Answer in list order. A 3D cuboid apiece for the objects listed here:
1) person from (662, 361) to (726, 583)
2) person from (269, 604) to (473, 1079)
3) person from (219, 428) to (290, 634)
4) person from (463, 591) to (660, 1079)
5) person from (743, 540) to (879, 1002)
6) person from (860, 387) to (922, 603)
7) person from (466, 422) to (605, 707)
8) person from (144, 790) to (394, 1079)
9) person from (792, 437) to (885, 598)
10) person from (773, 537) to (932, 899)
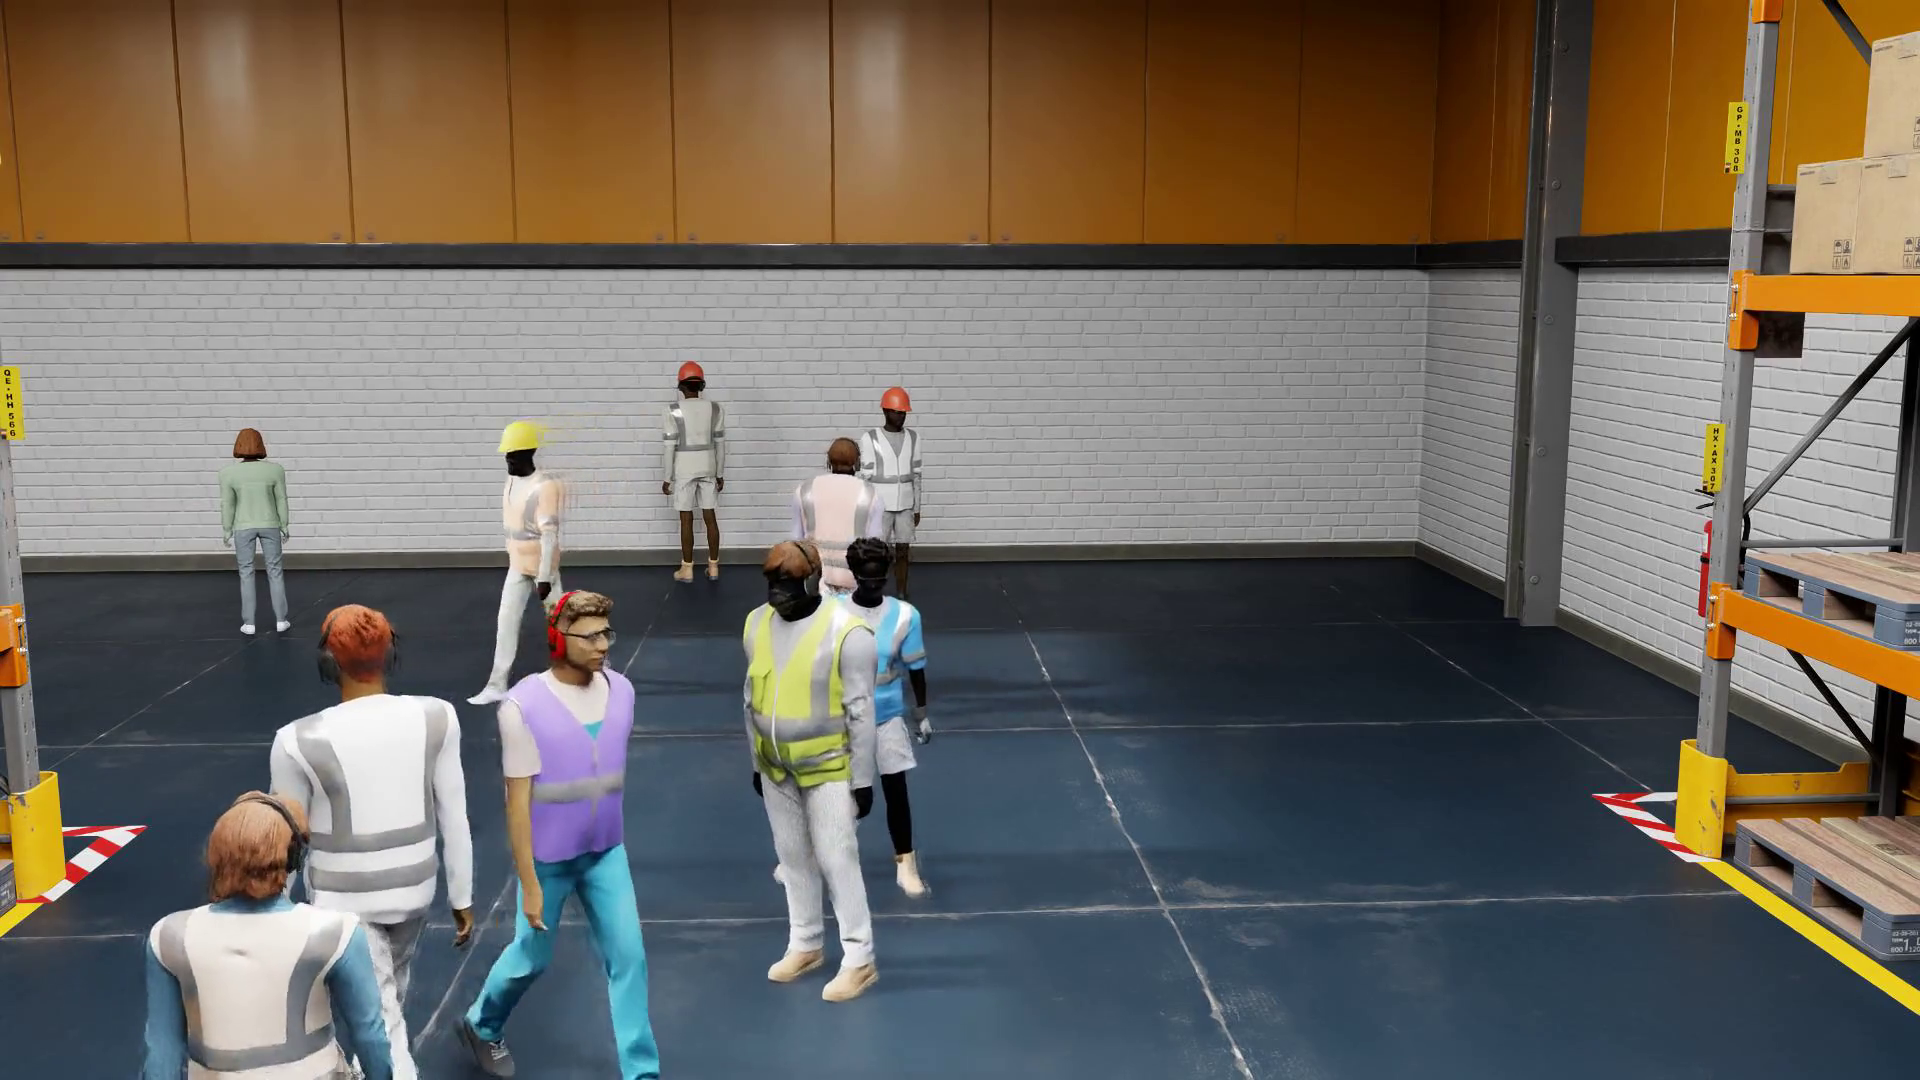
[{"bbox_3d":[-2.467,-0.627,15.384,0.604,2.044,0.375,-5,10,-29],"label":"person"},{"bbox_3d":[-1.832,1.107,5.151,0.588,1.833,0.993,-8,12,-41],"label":"person"},{"bbox_3d":[-5.571,-0.070,13.168,0.497,1.634,0.279,-4,10,-26],"label":"person"},{"bbox_3d":[-1.365,1.043,5.659,0.938,1.808,0.581,7,12,39],"label":"person"},{"bbox_3d":[-0.599,0.896,6.561,0.631,1.822,0.435,6,11,32],"label":"person"},{"bbox_3d":[-0.546,-0.289,13.638,0.544,1.931,0.391,-4,10,-25],"label":"person"},{"bbox_3d":[-2.821,0.139,11.135,0.599,1.879,1.029,8,12,42],"label":"person"},{"bbox_3d":[-1.655,1.393,4.081,0.540,1.600,0.819,0,9,-3],"label":"person"},{"bbox_3d":[-0.791,0.234,10.761,0.636,1.808,0.941,1,9,8],"label":"person"},{"bbox_3d":[-0.496,0.800,7.614,0.728,1.665,0.470,-1,9,-8],"label":"person"}]
